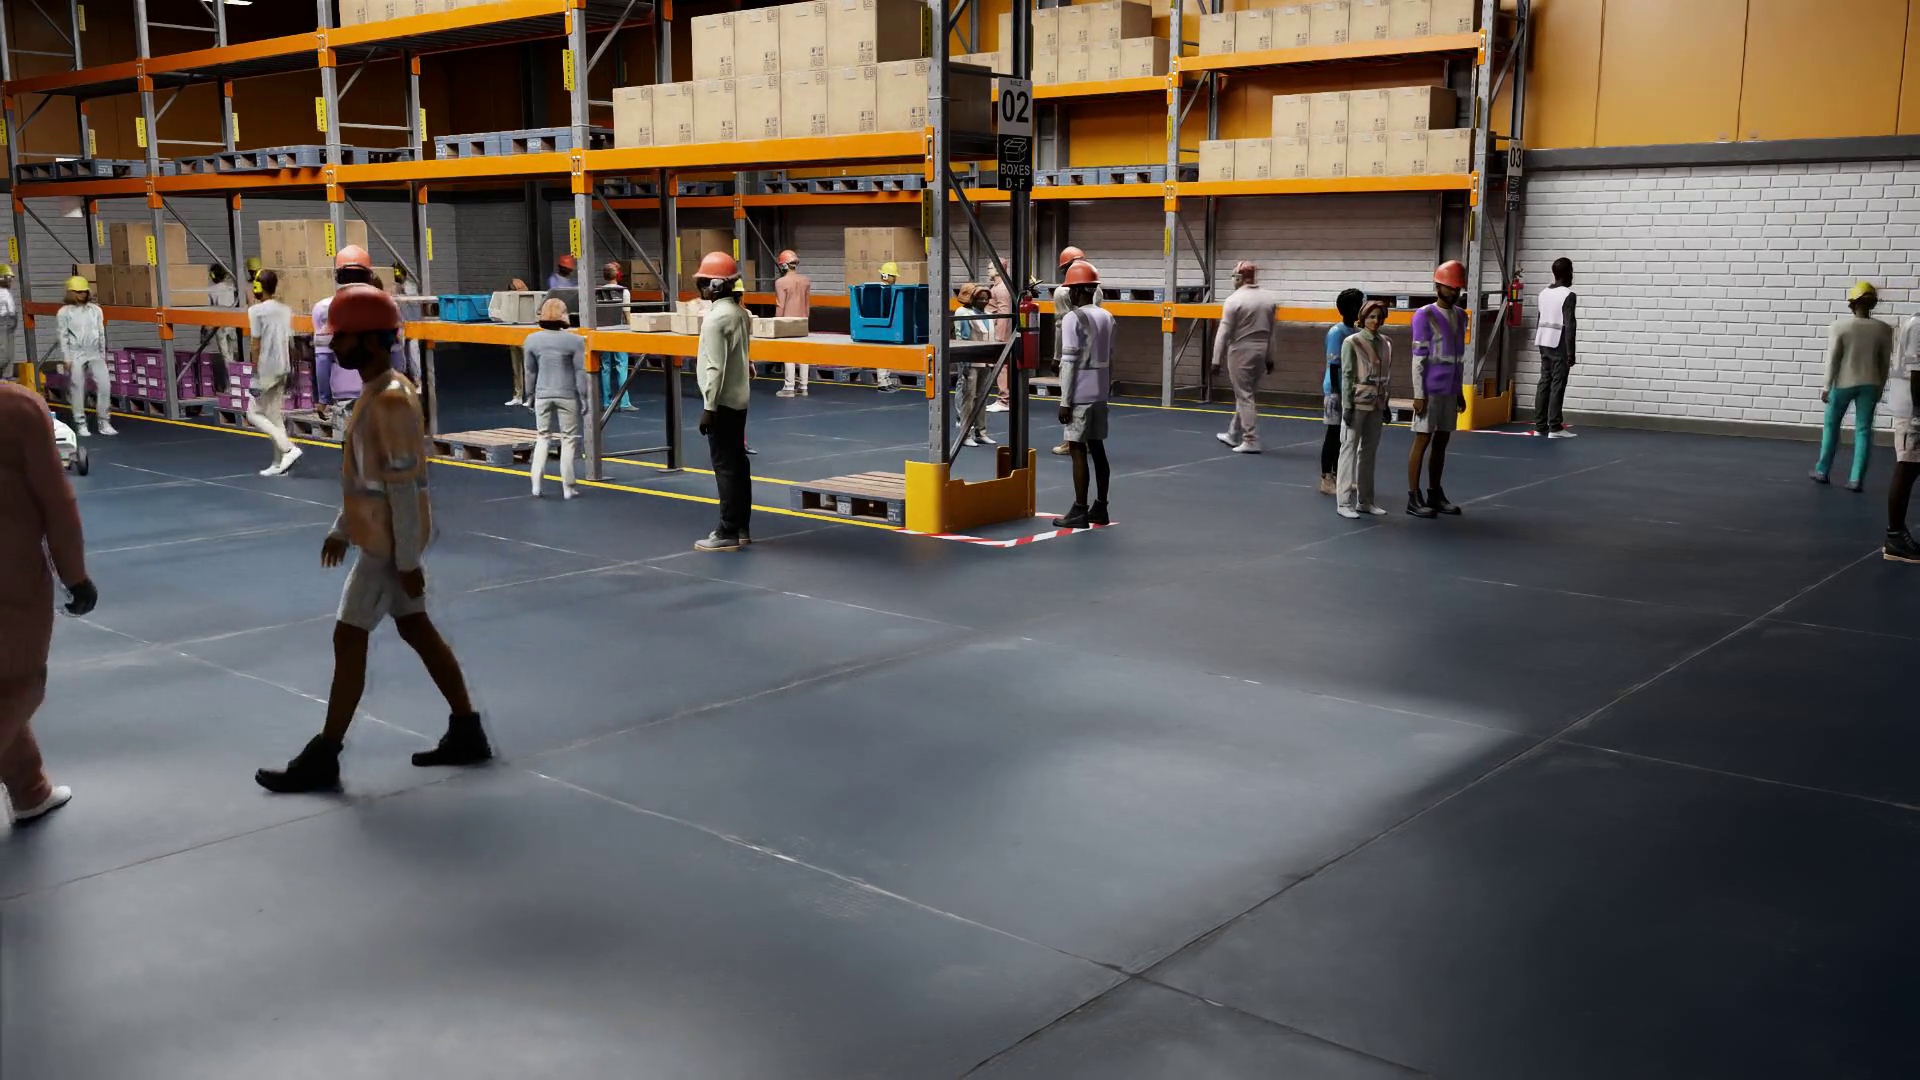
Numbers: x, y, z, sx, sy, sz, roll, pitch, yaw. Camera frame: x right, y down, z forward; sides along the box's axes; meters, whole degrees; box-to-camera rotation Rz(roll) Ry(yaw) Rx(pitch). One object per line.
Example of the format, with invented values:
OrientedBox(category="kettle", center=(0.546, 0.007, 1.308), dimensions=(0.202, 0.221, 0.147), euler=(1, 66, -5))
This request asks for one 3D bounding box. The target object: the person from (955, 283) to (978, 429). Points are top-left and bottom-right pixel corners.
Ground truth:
OrientedBox(category="person", center=(0.104, -2.067, 18.702), dimensions=(0.280, 1.636, 0.504), euler=(5, 11, 25))

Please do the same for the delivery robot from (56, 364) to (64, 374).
OrientedBox(category="delivery robot", center=(-12.140, -2.350, 23.122), dimensions=(0.707, 0.478, 0.477), euler=(-1, 10, -7))

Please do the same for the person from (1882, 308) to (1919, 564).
OrientedBox(category="person", center=(6.238, -0.837, 10.781), dimensions=(0.389, 1.957, 0.607), euler=(6, 12, 32))

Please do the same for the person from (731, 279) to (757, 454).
OrientedBox(category="person", center=(-2.200, -1.691, 16.188), dimensions=(0.310, 1.768, 0.533), euler=(9, 13, 42))

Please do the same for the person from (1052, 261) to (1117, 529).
OrientedBox(category="person", center=(0.889, -1.049, 12.081), dimensions=(0.386, 1.932, 0.545), euler=(8, 13, 39))

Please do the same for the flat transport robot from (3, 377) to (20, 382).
OrientedBox(category="flat transport robot", center=(-12.993, -2.084, 22.680), dimensions=(0.652, 0.197, 1.431), euler=(2, 10, 12))

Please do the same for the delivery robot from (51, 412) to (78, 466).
OrientedBox(category="delivery robot", center=(-8.114, -0.898, 14.856), dimensions=(0.477, 0.478, 0.707), euler=(-6, 12, -32))

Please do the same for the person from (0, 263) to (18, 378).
OrientedBox(category="person", center=(-13.393, -2.937, 23.160), dimensions=(0.511, 1.809, 0.618), euler=(-1, 10, -8))

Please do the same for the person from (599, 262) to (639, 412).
OrientedBox(category="person", center=(-4.272, -2.495, 20.528), dimensions=(0.565, 1.850, 0.389), euler=(5, 11, 27))

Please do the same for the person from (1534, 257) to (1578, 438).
OrientedBox(category="person", center=(6.372, -2.046, 17.773), dimensions=(0.388, 1.921, 0.594), euler=(-3, 10, -15))

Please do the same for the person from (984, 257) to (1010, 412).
OrientedBox(category="person", center=(0.469, -2.538, 20.615), dimensions=(0.406, 1.906, 0.654), euler=(1, 10, 3))

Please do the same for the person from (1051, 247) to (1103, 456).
OrientedBox(category="person", center=(1.114, -1.837, 16.268), dimensions=(0.606, 2.033, 0.403), euler=(-9, 13, -41))

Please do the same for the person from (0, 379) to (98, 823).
OrientedBox(category="person", center=(-3.302, 0.130, 5.537), dimensions=(0.644, 1.871, 0.889), euler=(1, 10, 3))

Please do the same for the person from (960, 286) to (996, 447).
OrientedBox(category="person", center=(0.189, -1.777, 17.050), dimensions=(0.315, 1.636, 0.515), euler=(8, 13, 39))

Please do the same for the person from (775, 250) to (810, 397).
OrientedBox(category="person", center=(-2.298, -2.949, 22.703), dimensions=(0.378, 1.995, 0.608), euler=(8, 13, 39))

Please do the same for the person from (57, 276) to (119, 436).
OrientedBox(category="person", center=(-9.341, -1.955, 17.816), dimensions=(0.663, 1.720, 0.502), euler=(8, 13, 37))

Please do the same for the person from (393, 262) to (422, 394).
OrientedBox(category="person", center=(-7.650, -2.947, 23.178), dimensions=(0.410, 1.840, 0.574), euler=(-5, 11, -25))

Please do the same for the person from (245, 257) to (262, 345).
OrientedBox(category="person", center=(-10.480, -3.269, 24.831), dimensions=(0.598, 1.892, 0.953), euler=(-6, 12, -32))

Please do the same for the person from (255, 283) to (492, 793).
OrientedBox(category="person", center=(-2.233, -0.016, 6.304), dimensions=(0.860, 1.899, 0.551), euler=(-3, 10, -17))

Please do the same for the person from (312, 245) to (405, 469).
OrientedBox(category="person", center=(-4.249, -1.055, 11.782), dimensions=(0.615, 2.041, 0.376), euler=(-6, 12, -33))

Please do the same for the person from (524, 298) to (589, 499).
OrientedBox(category="person", center=(-3.257, -1.135, 13.446), dimensions=(0.513, 1.623, 0.289), euler=(1, 10, 7))

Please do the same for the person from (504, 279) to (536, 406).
OrientedBox(category="person", center=(-5.651, -2.532, 21.356), dimensions=(0.498, 1.632, 0.286), euler=(6, 12, 31))

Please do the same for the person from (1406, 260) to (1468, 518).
OrientedBox(category="person", center=(3.636, -1.133, 12.549), dimensions=(0.547, 1.928, 0.385), euler=(-7, 12, -33))

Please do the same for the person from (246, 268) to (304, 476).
OrientedBox(category="person", center=(-6.070, -1.460, 14.637), dimensions=(0.441, 1.848, 0.540), euler=(3, 10, 16))

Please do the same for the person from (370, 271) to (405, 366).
OrientedBox(category="person", center=(-4.559, -1.172, 13.010), dimensions=(0.349, 1.847, 0.505), euler=(7, 12, 34))

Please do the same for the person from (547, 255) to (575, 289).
OrientedBox(category="person", center=(-6.499, -3.642, 26.892), dimensions=(0.573, 1.909, 0.728), euler=(5, 11, 24))

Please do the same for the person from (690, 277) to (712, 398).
OrientedBox(category="person", center=(-3.378, -2.693, 22.219), dimensions=(0.536, 1.655, 0.863), euler=(-6, 12, -30))

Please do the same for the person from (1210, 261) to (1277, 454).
OrientedBox(category="person", center=(2.744, -1.810, 16.516), dimensions=(0.680, 1.885, 0.710), euler=(-8, 13, -37))

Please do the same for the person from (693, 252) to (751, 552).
OrientedBox(category="person", center=(-1.586, -0.921, 11.148), dimensions=(0.376, 1.997, 0.612), euler=(2, 10, 10))

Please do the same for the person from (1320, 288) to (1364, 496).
OrientedBox(category="person", center=(3.168, -1.217, 13.686), dimensions=(0.317, 1.695, 0.540), euler=(7, 12, 35))

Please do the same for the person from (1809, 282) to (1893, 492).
OrientedBox(category="person", center=(7.503, -1.297, 14.010), dimensions=(0.554, 1.728, 0.810), euler=(1, 10, 7))

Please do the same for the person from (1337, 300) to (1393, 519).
OrientedBox(category="person", center=(3.059, -0.986, 12.546), dimensions=(0.515, 1.636, 0.314), euler=(-7, 12, -33))

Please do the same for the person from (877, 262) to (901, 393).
OrientedBox(category="person", center=(-1.015, -2.984, 23.382), dimensions=(0.403, 1.826, 0.588), euler=(2, 10, 12))

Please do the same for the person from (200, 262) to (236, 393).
OrientedBox(category="person", center=(-9.845, -2.765, 22.148), dimensions=(0.953, 1.822, 0.549), euler=(8, 13, 40))
